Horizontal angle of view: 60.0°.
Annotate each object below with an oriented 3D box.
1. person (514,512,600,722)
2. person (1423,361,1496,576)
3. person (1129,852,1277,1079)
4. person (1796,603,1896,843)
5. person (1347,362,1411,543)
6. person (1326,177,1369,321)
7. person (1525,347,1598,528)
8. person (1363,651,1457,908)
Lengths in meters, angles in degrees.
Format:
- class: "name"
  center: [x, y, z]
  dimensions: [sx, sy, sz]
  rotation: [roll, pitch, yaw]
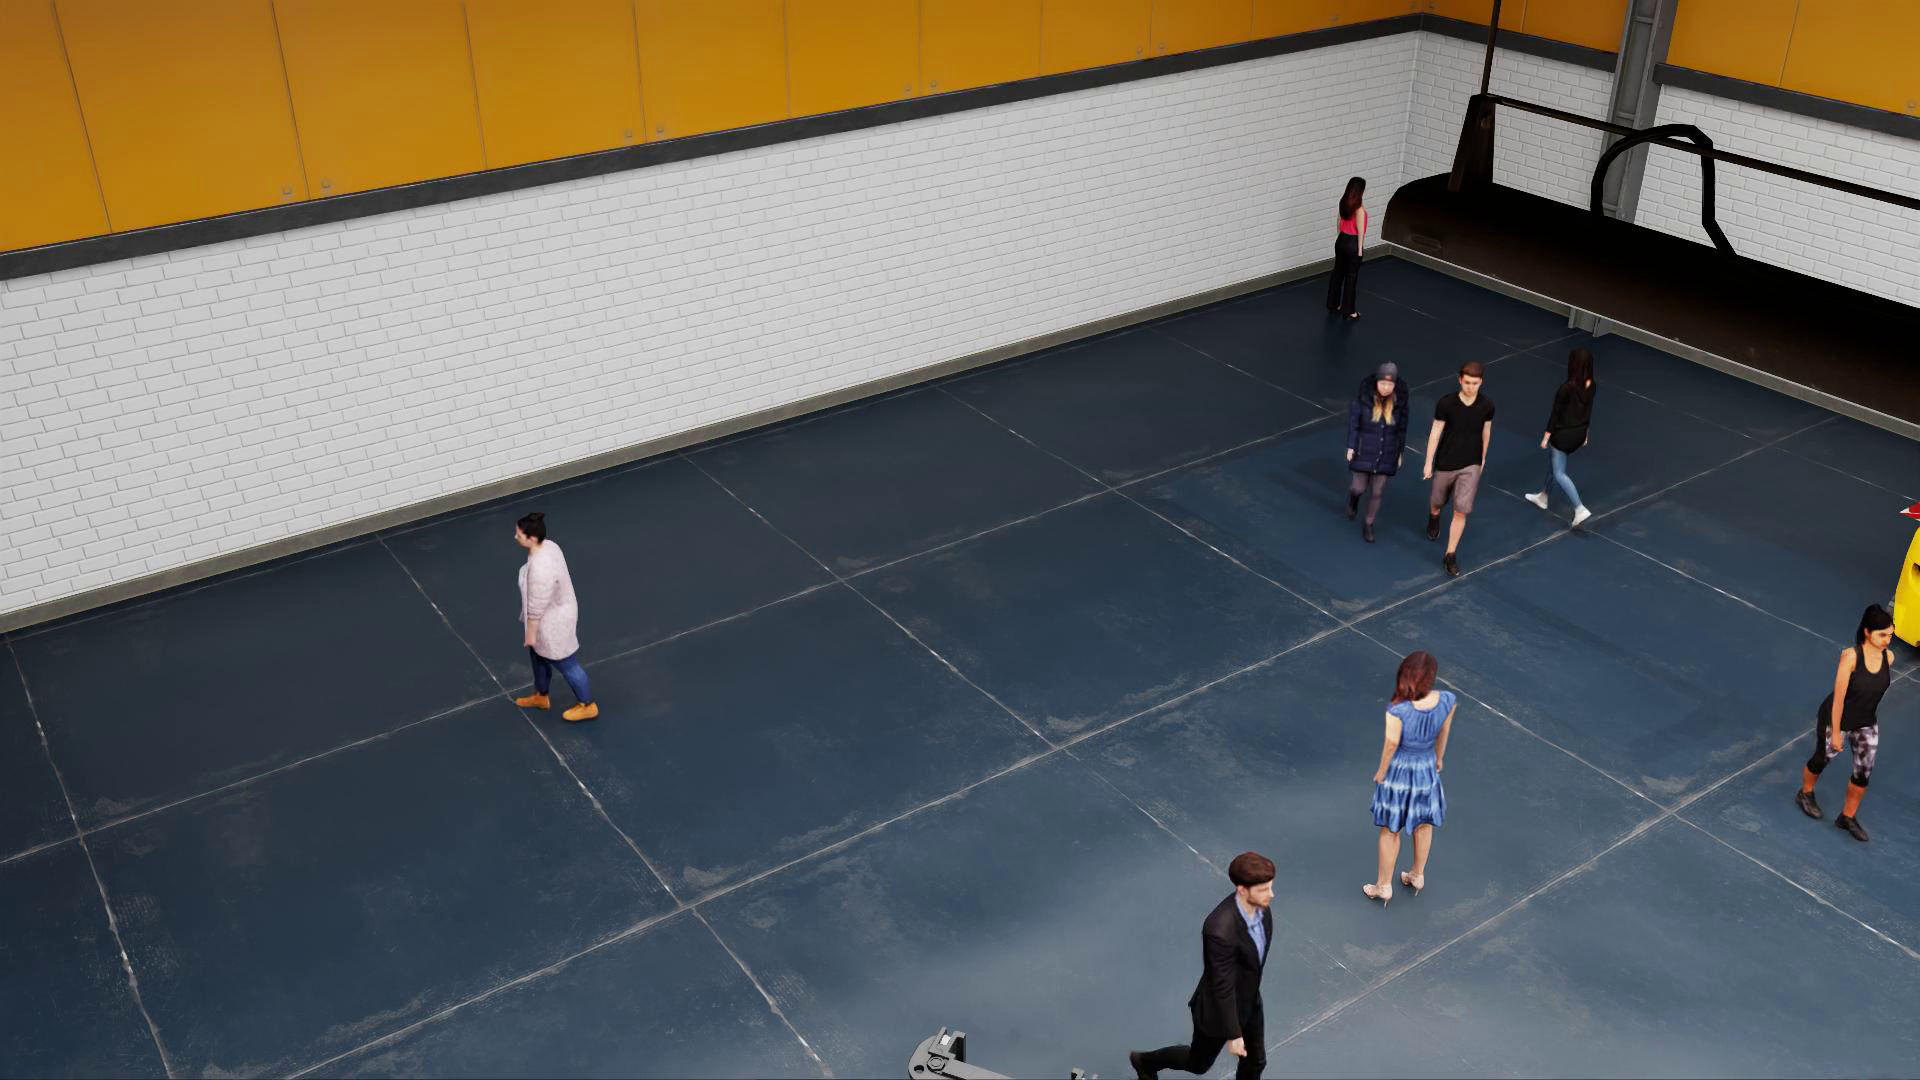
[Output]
- class: "person"
  center: [-2.868, 0.561, 12.027]
  dimensions: [0.982, 1.718, 0.955]
  rotation: [-3, 29, -6]
- class: "person"
  center: [4.239, -0.692, 14.205]
  dimensions: [1.141, 1.833, 1.233]
  rotation: [4, 29, 7]
- class: "person"
  center: [1.299, 2.358, 8.585]
  dimensions: [1.231, 1.861, 0.854]
  rotation: [23, 36, 35]
- class: "person"
  center: [5.835, 1.143, 11.035]
  dimensions: [0.778, 1.647, 0.906]
  rotation: [-4, 29, -8]
- class: "person"
  center: [3.633, -0.809, 14.595]
  dimensions: [0.871, 1.665, 0.936]
  rotation: [1, 29, 2]
- class: "person"
  center: [4.542, -3.410, 19.368]
  dimensions: [0.667, 1.661, 0.489]
  rotation: [-14, 31, -23]
- class: "person"
  center: [5.452, -0.900, 14.805]
  dimensions: [0.666, 1.624, 1.054]
  rotation: [-14, 31, -24]
- class: "person"
  center: [2.764, 1.473, 10.264]
  dimensions: [0.723, 1.807, 0.665]
  rotation: [-10, 30, -18]
